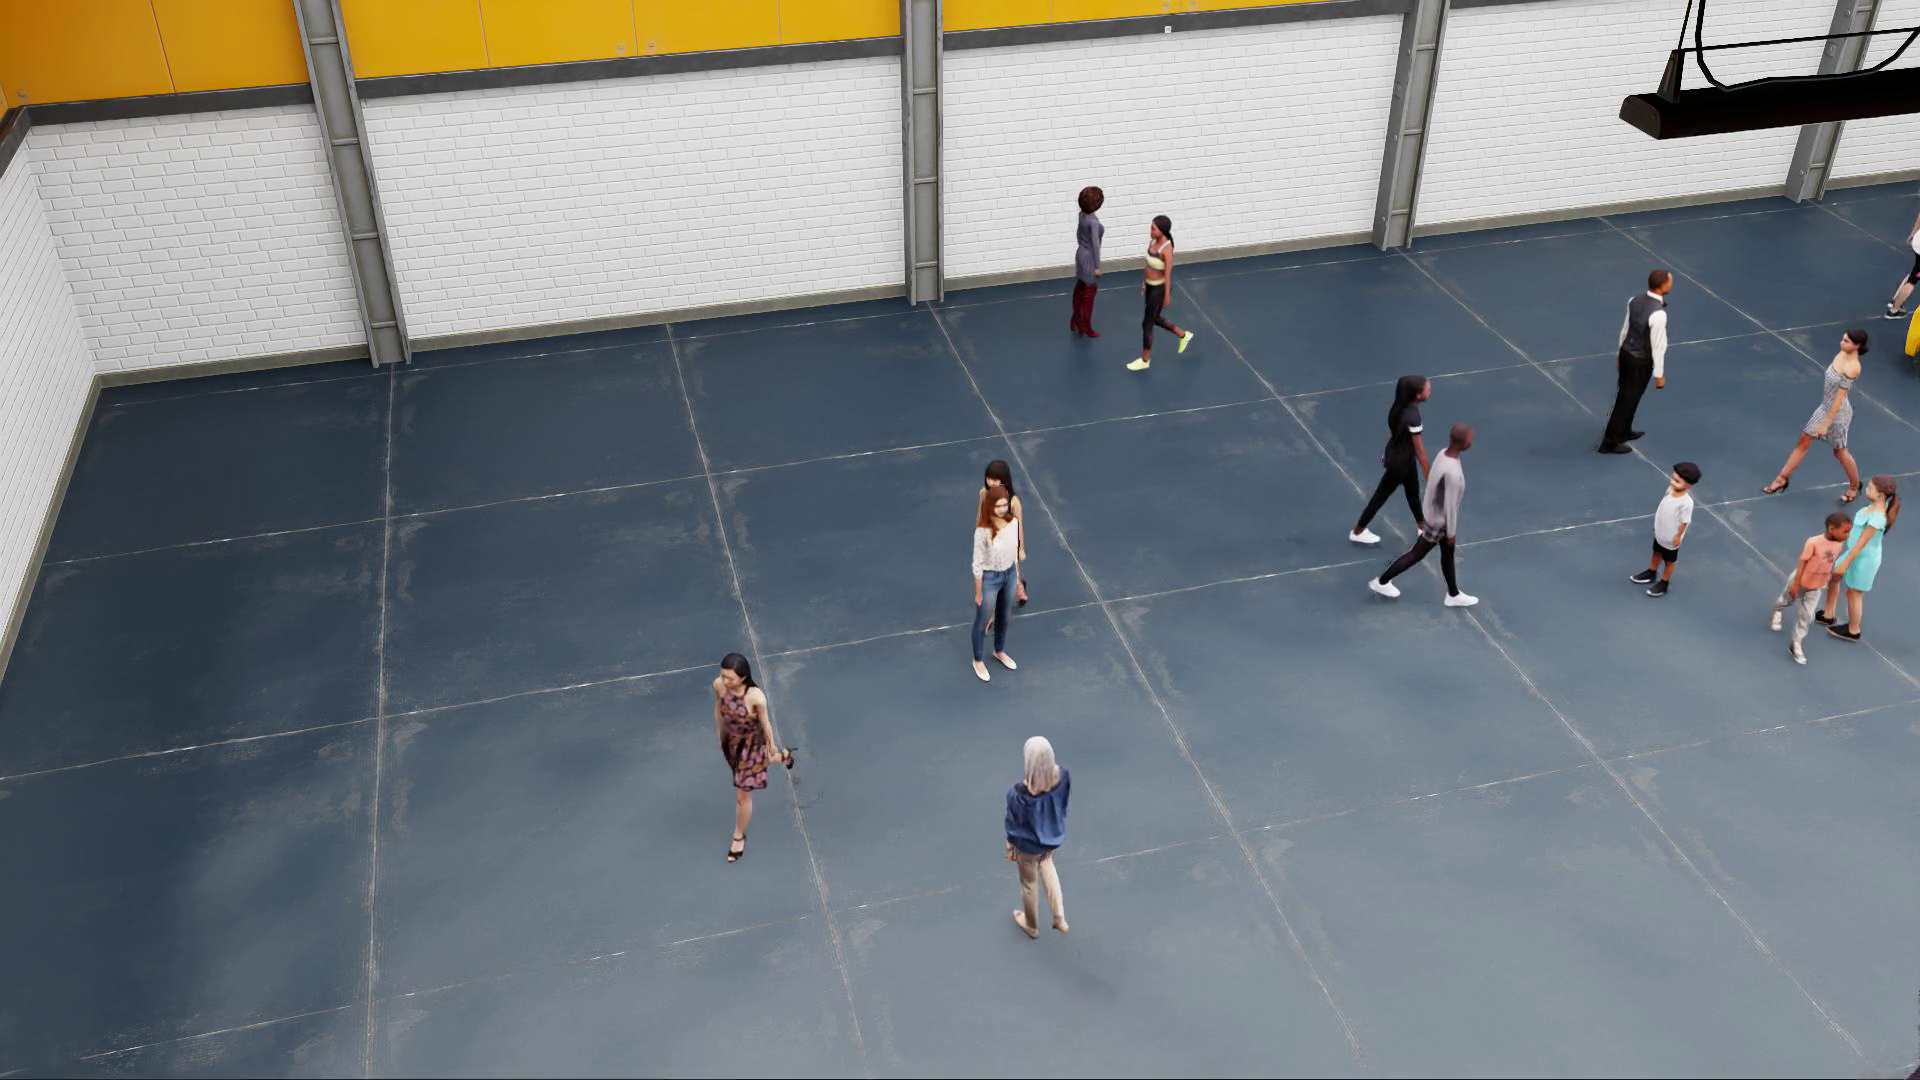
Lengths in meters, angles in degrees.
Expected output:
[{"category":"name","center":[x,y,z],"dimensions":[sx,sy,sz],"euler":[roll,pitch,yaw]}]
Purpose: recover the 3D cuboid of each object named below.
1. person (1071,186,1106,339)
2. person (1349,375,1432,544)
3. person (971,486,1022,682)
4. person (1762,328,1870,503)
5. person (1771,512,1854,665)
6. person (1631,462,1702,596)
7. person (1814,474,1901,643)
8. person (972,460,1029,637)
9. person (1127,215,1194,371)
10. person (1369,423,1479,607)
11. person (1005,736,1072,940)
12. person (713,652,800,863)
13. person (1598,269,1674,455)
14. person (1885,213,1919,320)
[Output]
[{"category":"person","center":[1.400,-3.061,18.273],"dimensions":[0.528,1.709,0.605],"euler":[-12,35,-17]},{"category":"person","center":[3.790,-0.658,14.678],"dimensions":[1.189,1.688,0.858],"euler":[2,34,4]},{"category":"person","center":[0.282,0.313,13.180],"dimensions":[0.537,1.728,0.697],"euler":[-20,38,-27]},{"category":"person","center":[8.115,-1.094,15.257],"dimensions":[1.175,1.773,0.875],"euler":[4,34,6]},{"category":"person","center":[6.907,0.292,13.610],"dimensions":[0.910,1.287,0.785],"euler":[5,34,7]},{"category":"person","center":[6.092,-0.116,14.249],"dimensions":[0.481,1.260,0.486],"euler":[-10,35,-14]},{"category":"person","center":[7.438,0.172,13.560],"dimensions":[0.813,1.543,0.752],"euler":[17,37,24]},{"category":"person","center":[0.377,0.019,13.726],"dimensions":[0.943,1.614,1.086],"euler":[20,38,27]},{"category":"person","center":[2.170,-2.640,17.620],"dimensions":[0.995,1.732,0.561],"euler":[-10,35,-14]},{"category":"person","center":[3.892,-0.172,13.911],"dimensions":[1.245,1.728,0.974],"euler":[6,34,9]},{"category":"person","center":[0.550,1.980,10.706],"dimensions":[0.734,1.690,0.787],"euler":[-19,38,-26]},{"category":"person","center":[-1.421,1.397,11.543],"dimensions":[1.127,1.736,1.155],"euler":[17,37,24]},{"category":"person","center":[6.496,-1.715,16.056],"dimensions":[0.837,1.921,0.749],"euler":[-5,34,-8]},{"category":"person","center":[10.657,-3.226,18.477],"dimensions":[0.597,1.759,0.612],"euler":[-11,35,-16]}]
